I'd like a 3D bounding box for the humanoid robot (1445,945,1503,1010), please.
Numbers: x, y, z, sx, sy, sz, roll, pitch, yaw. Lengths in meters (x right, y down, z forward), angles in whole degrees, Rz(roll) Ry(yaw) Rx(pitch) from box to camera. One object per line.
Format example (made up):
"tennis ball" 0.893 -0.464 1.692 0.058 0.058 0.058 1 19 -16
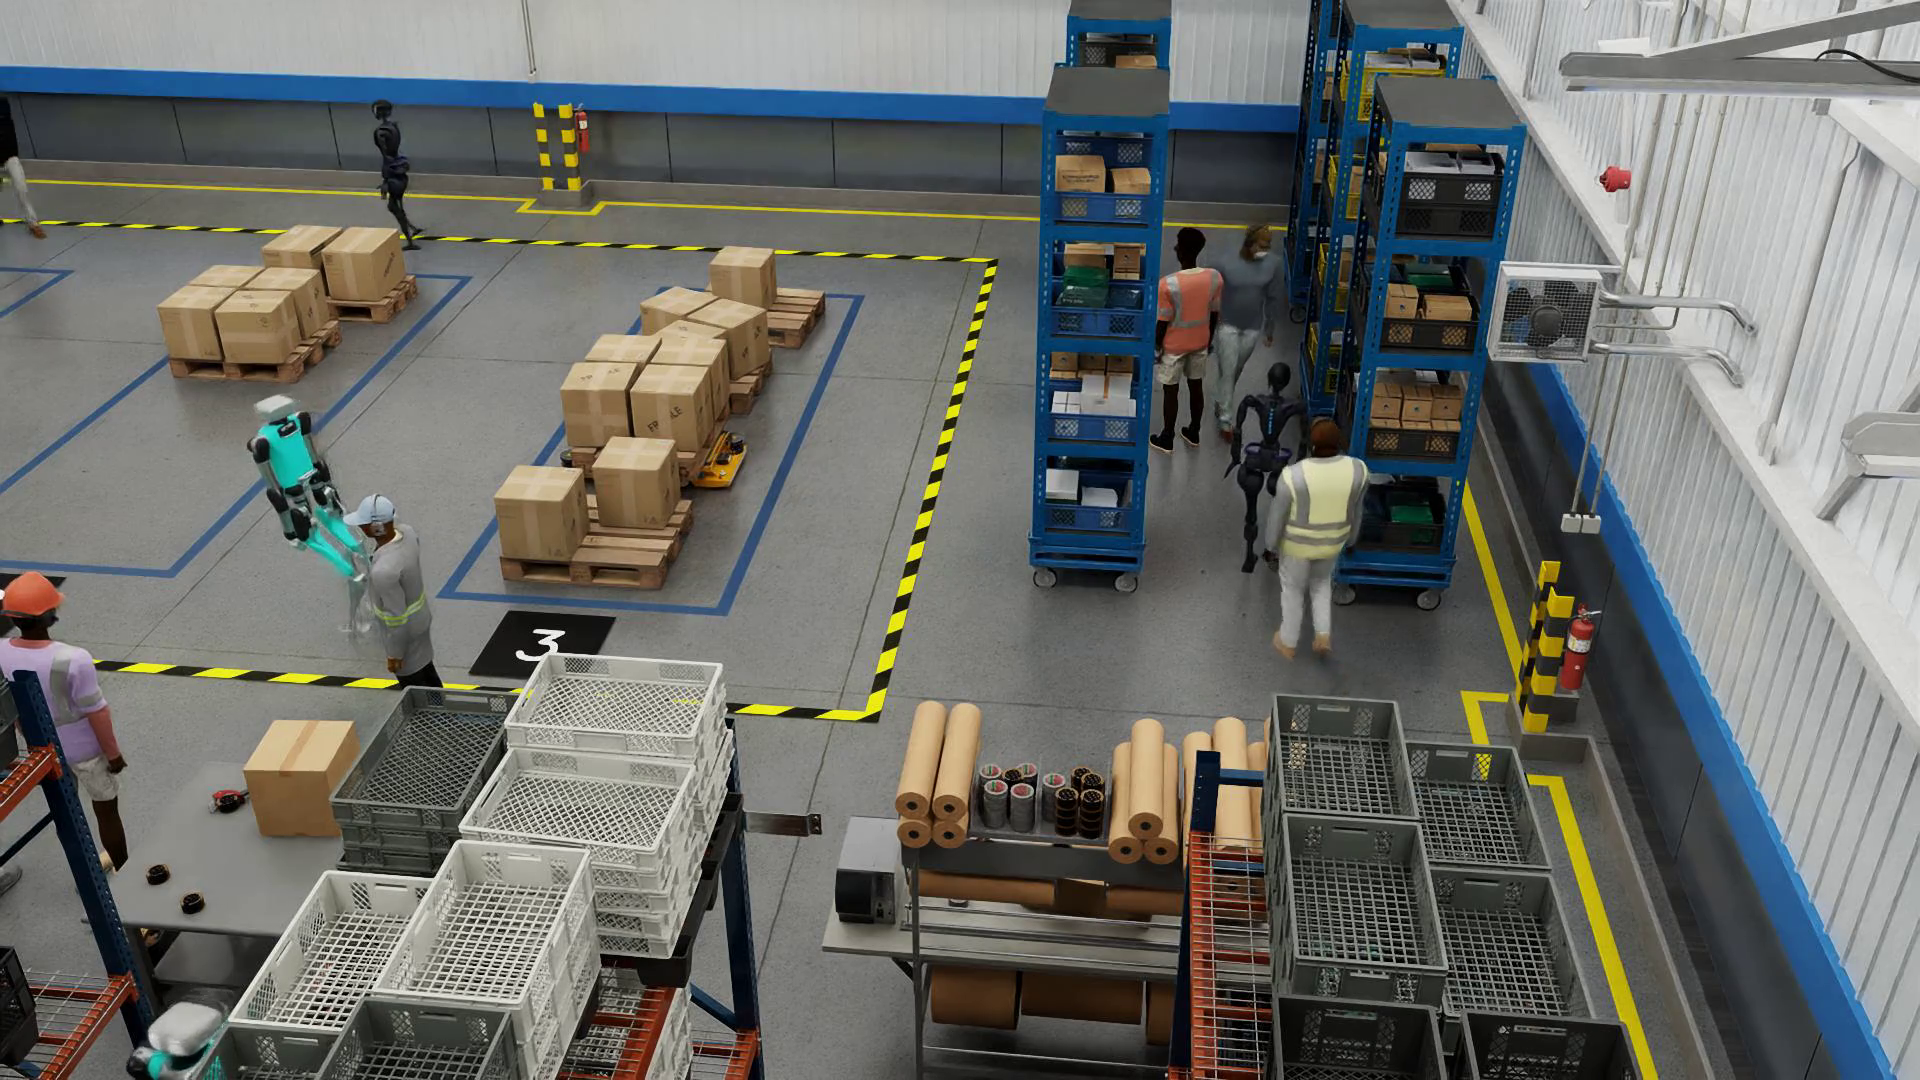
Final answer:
"humanoid robot" 2.148 2.190 7.519 0.609 1.633 0.427 2 30 3

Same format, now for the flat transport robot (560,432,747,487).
"flat transport robot" -2.554 -0.707 13.861 1.431 0.197 0.652 3 30 6

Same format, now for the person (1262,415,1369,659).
"person" 2.338 0.011 11.101 0.642 1.828 0.455 -6 31 -10

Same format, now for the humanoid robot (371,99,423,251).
"humanoid robot" -6.156 -3.952 18.064 0.343 1.649 0.591 -2 30 -4

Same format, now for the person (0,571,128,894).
"person" -4.841 1.079 9.073 0.600 2.035 0.398 5 31 9

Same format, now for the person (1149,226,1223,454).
"person" 1.859 -1.654 13.828 0.609 1.965 0.363 -13 33 -21

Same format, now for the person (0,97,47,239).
"person" -10.734 -4.303 18.500 0.918 1.854 0.588 19 35 29

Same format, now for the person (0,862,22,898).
"person" -5.632 1.179 8.980 0.601 1.948 0.384 -3 30 -6

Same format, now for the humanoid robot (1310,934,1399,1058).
"humanoid robot" 1.795 2.203 7.485 0.547 1.831 0.778 20 36 30

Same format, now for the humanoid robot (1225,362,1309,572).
"humanoid robot" 2.243 -0.536 12.196 0.599 1.648 0.342 10 32 16

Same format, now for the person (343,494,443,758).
"person" -3.429 0.540 10.172 0.385 1.850 0.596 -2 30 -4

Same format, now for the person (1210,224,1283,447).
"person" 2.367 -1.820 14.222 0.701 1.889 0.928 -4 30 -7

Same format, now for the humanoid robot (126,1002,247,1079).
"humanoid robot" -2.912 2.447 7.062 0.532 1.784 0.999 5 31 9

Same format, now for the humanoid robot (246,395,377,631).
"humanoid robot" -4.320 -0.135 11.443 0.788 1.755 0.564 10 32 17
